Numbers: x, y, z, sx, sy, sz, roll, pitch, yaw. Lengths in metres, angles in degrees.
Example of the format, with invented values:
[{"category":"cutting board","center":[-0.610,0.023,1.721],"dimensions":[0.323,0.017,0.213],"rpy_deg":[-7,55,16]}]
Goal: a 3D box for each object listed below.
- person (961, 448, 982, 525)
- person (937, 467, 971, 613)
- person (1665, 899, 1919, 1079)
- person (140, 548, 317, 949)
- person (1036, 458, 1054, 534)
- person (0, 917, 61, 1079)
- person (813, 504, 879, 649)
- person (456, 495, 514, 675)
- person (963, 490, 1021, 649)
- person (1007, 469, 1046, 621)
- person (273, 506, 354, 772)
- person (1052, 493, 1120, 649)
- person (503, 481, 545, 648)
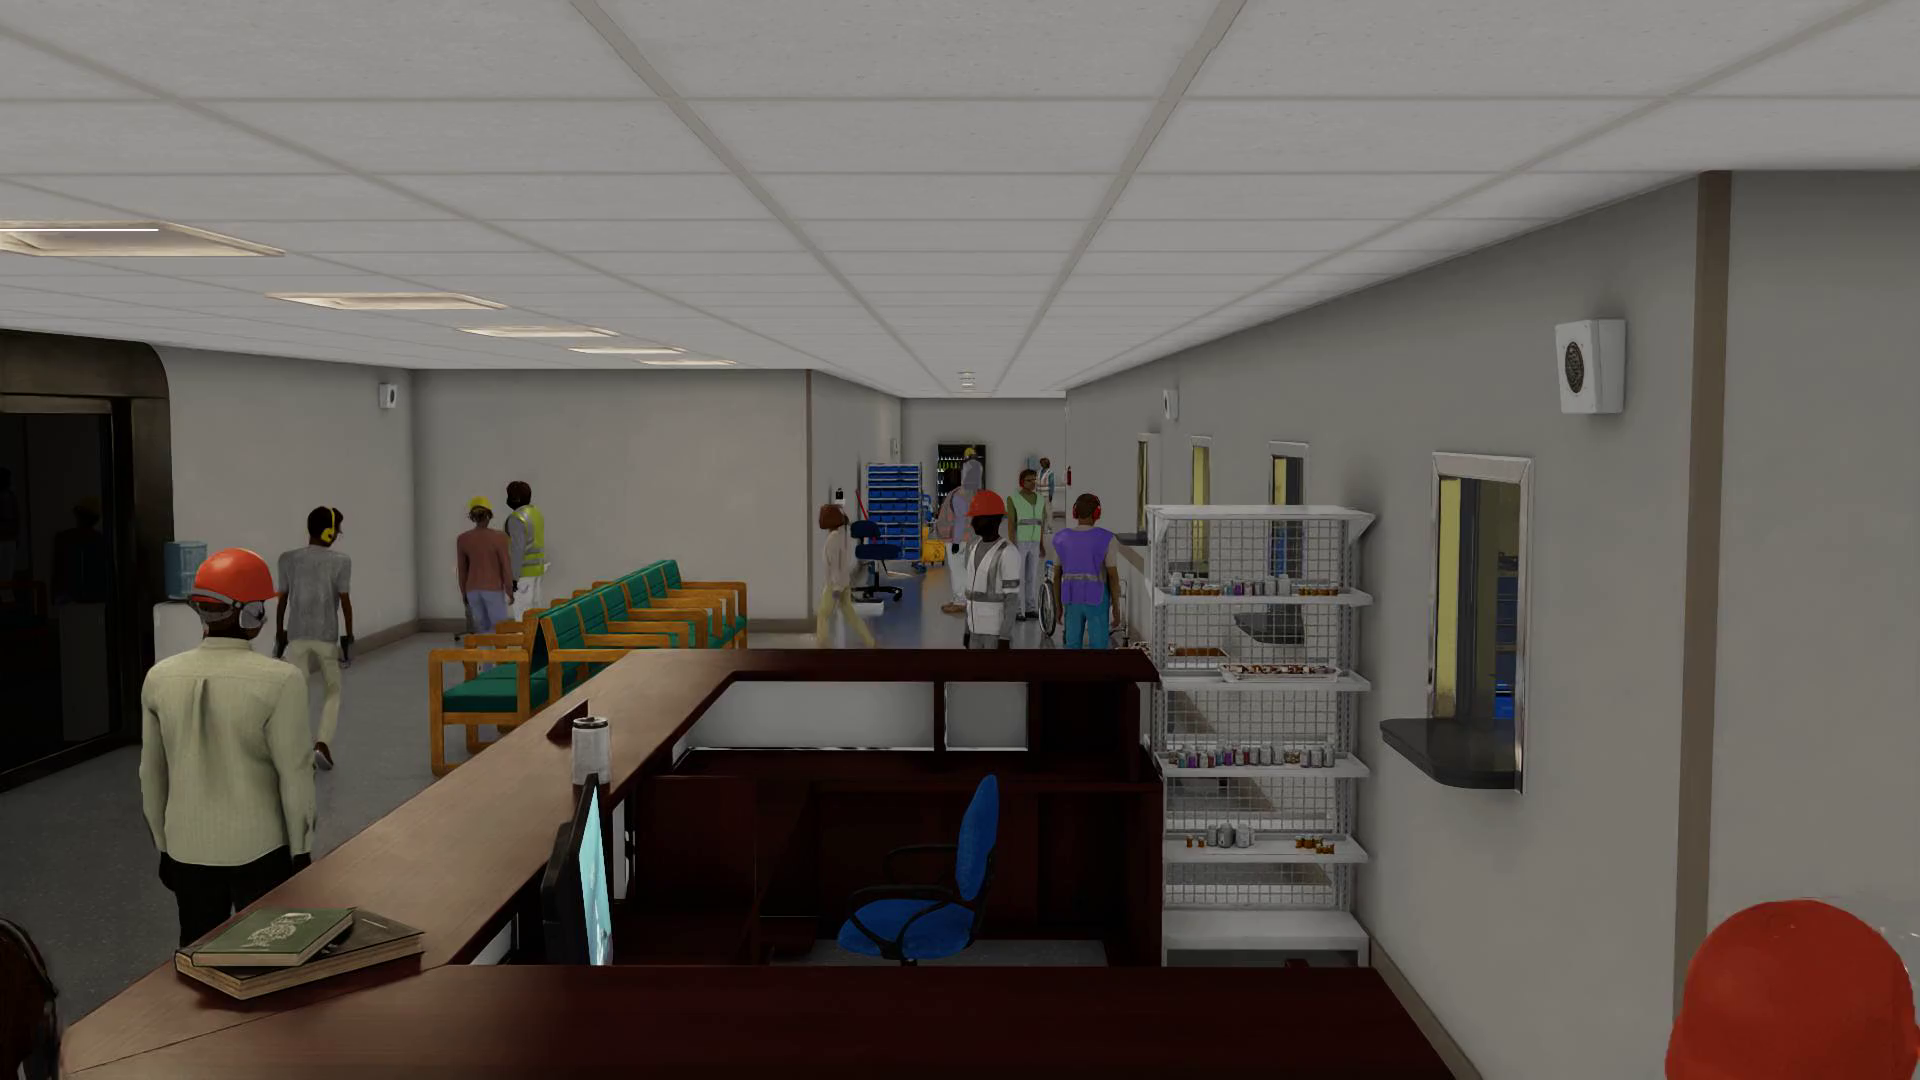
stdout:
[{"category":"person","center":[0.242,-1.237,38.655],"dimensions":[0.417,1.812,0.588],"rpy_deg":[3,5,38]},{"category":"person","center":[-0.078,0.002,21.027],"dimensions":[0.429,1.842,0.630],"rpy_deg":[0,4,-4]},{"category":"person","center":[0.967,1.334,1.923],"dimensions":[0.460,1.900,0.574],"rpy_deg":[-1,4,-18]},{"category":"person","center":[-2.451,1.023,5.634],"dimensions":[0.612,1.994,0.395],"rpy_deg":[1,4,11]},{"category":"person","center":[1.825,-0.955,35.813],"dimensions":[0.306,1.645,0.522],"rpy_deg":[-3,5,-39]},{"category":"person","center":[-1.193,1.363,2.015],"dimensions":[0.633,1.835,0.429],"rpy_deg":[-2,5,-30]},{"category":"person","center":[-1.184,0.439,16.574],"dimensions":[0.814,1.597,0.510],"rpy_deg":[1,4,11]},{"category":"person","center":[-4.363,0.467,15.153],"dimensions":[0.548,1.740,0.589],"rpy_deg":[1,4,15]},{"category":"person","center":[0.195,0.616,11.750],"dimensions":[0.354,1.939,0.544],"rpy_deg":[-3,5,-35]},{"category":"person","center":[0.805,0.054,20.275],"dimensions":[0.565,1.846,0.390],"rpy_deg":[-4,5,-41]},{"category":"person","center":[-4.413,0.691,11.333],"dimensions":[0.552,1.847,0.415],"rpy_deg":[-1,4,-13]},{"category":"person","center":[1.018,0.543,13.462],"dimensions":[0.563,1.839,0.389],"rpy_deg":[2,4,24]},{"category":"person","center":[-4.295,0.340,16.294],"dimensions":[0.429,1.842,0.627],"rpy_deg":[0,4,6]}]
